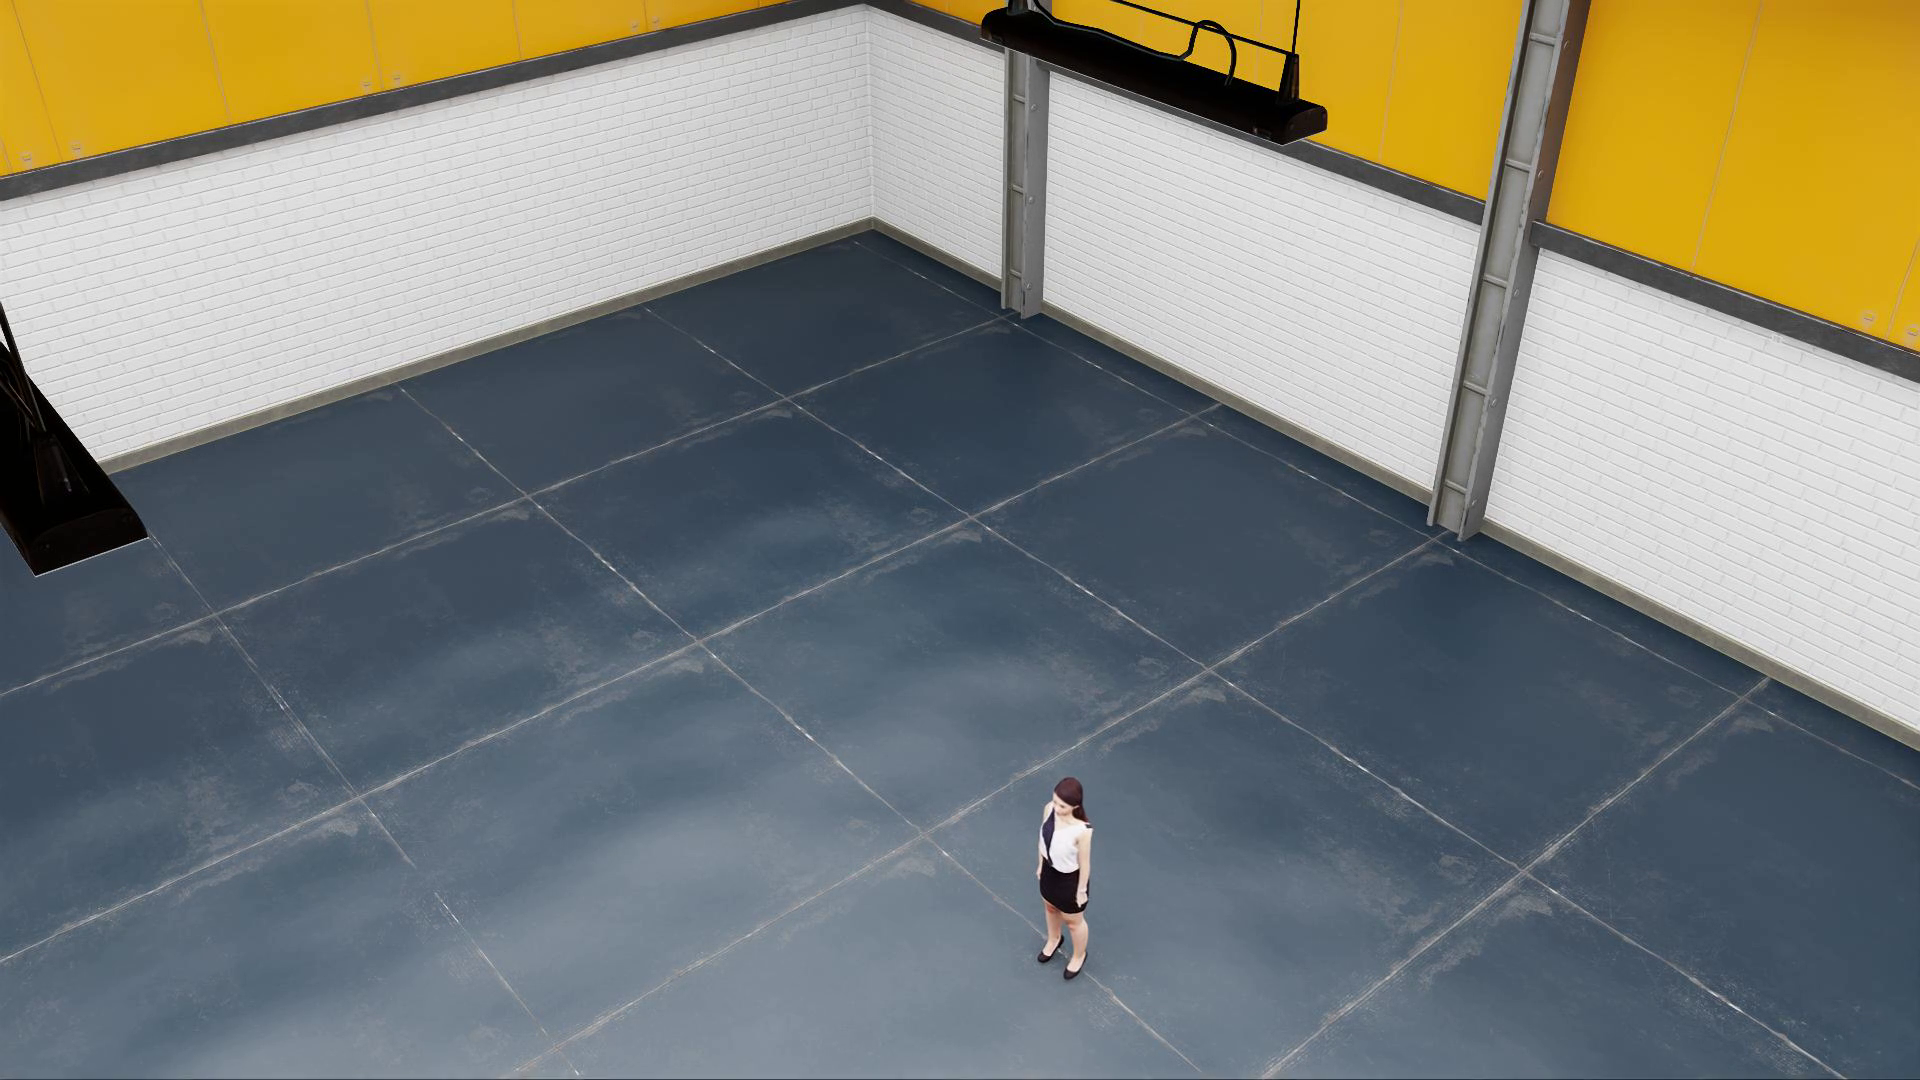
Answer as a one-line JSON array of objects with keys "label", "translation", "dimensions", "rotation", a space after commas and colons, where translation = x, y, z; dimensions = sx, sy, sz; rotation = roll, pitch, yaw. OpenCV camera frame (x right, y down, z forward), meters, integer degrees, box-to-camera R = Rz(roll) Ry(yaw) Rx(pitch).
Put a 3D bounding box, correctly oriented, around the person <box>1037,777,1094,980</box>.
[{"label": "person", "translation": [0.664, 2.128, 10.511], "dimensions": [0.611, 1.647, 0.470], "rotation": [-27, 42, -35]}]
